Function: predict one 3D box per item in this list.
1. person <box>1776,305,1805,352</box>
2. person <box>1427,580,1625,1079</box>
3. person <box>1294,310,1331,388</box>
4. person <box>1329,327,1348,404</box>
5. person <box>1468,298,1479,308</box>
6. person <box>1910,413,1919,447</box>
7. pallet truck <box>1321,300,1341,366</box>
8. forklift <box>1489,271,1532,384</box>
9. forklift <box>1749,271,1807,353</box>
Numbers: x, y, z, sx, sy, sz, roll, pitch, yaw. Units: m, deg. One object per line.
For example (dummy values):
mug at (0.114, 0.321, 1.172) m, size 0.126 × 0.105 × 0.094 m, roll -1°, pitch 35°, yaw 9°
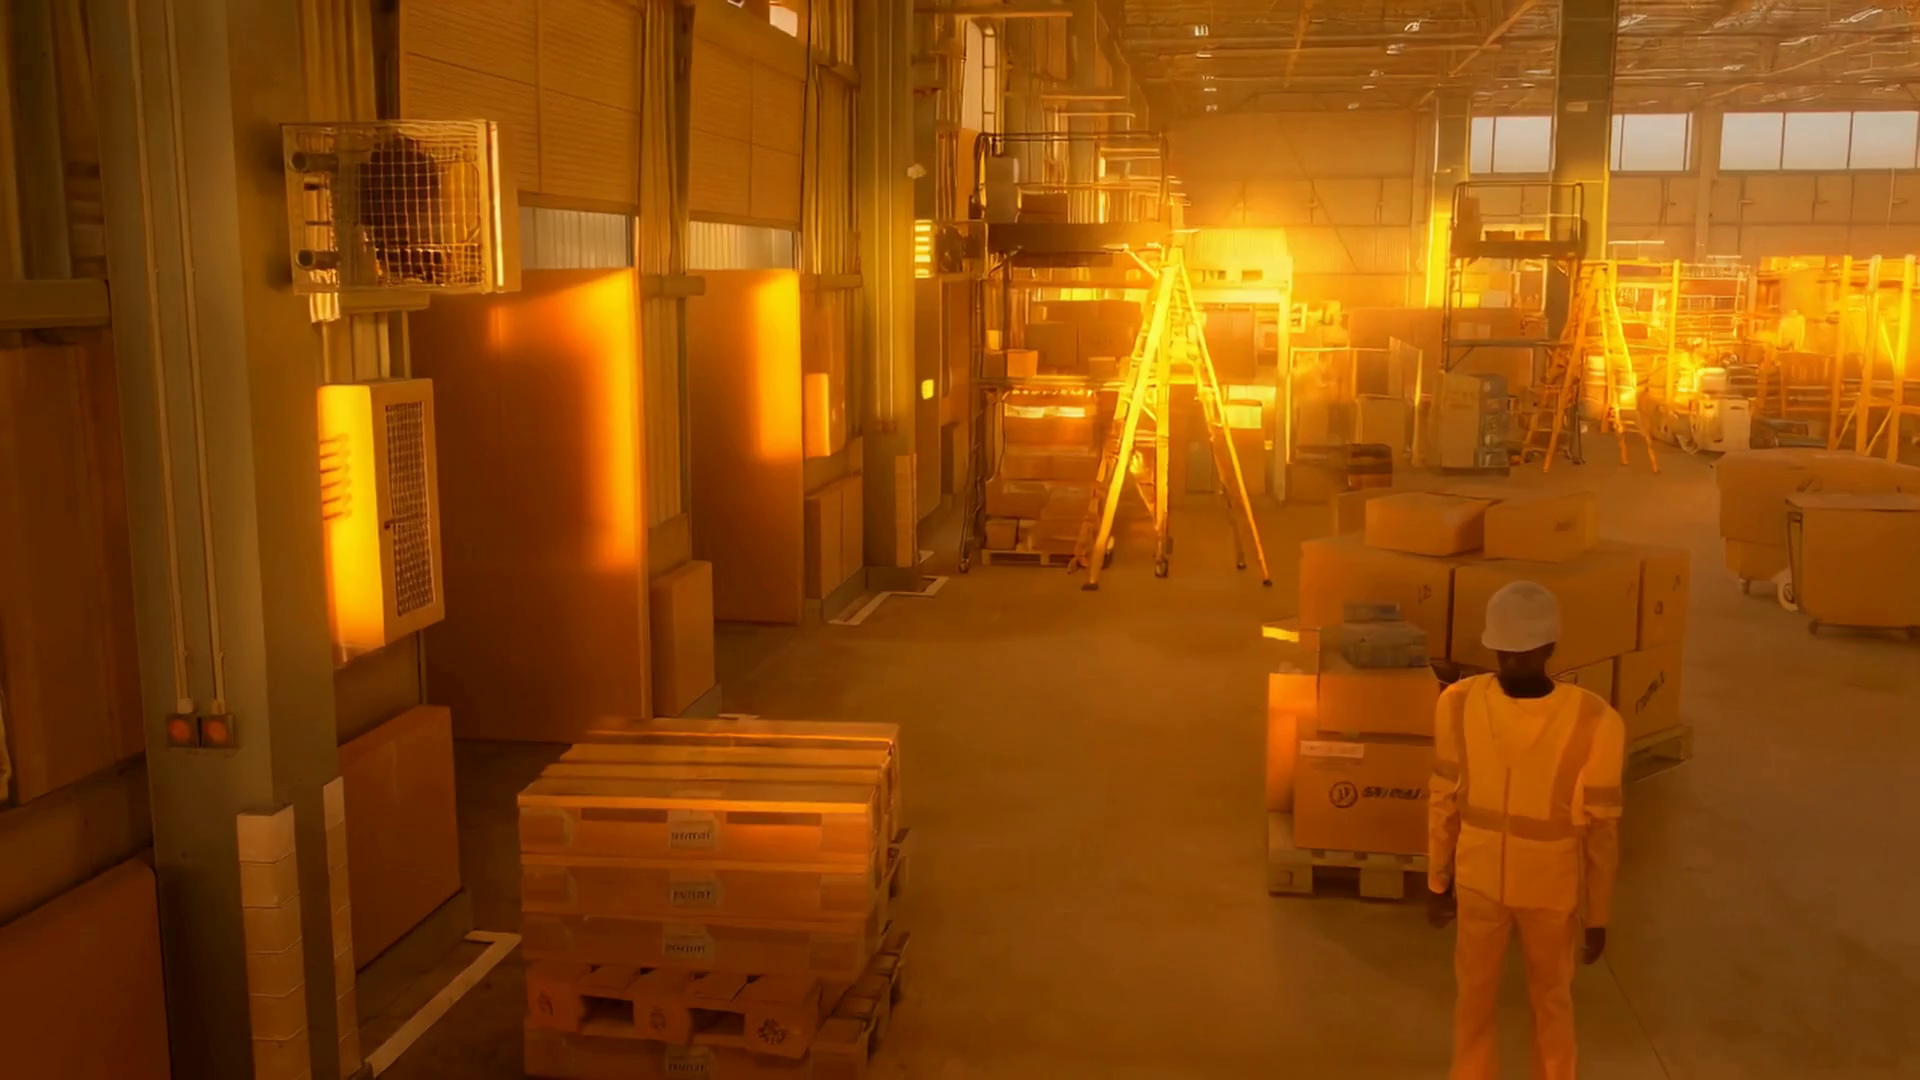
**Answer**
person at (23.122, -5.590, 46.334) m, size 0.676 × 1.871 × 1.077 m, roll 4°, pitch 10°, yaw 22°
person at (1.723, 1.065, 5.168) m, size 0.587 × 1.919 × 0.398 m, roll 7°, pitch 12°, yaw 37°
person at (8.565, -4.639, 40.413) m, size 0.927 × 1.906 × 0.558 m, roll 5°, pitch 11°, yaw 30°
person at (8.026, -3.654, 35.037) m, size 0.533 × 1.664 × 0.837 m, roll 3°, pitch 10°, yaw 20°
person at (17.525, -7.293, 56.746) m, size 0.647 × 1.909 × 0.841 m, roll 9°, pitch 13°, yaw 43°
person at (15.613, -2.349, 26.790) m, size 0.340 × 1.738 × 0.486 m, roll 9°, pitch 13°, yaw 43°
pallet truck at (11.159, -6.200, 49.718) m, size 0.823 × 1.965 × 1.885 m, roll 4°, pitch 10°, yaw 26°
forklift at (13.422, -5.322, 41.591) m, size 1.873 × 2.768 × 1.129 m, roll 1°, pitch 9°, yaw 9°
forklift at (23.936, -6.351, 47.933) m, size 1.873 × 2.768 × 1.129 m, roll 0°, pitch 9°, yaw 2°
